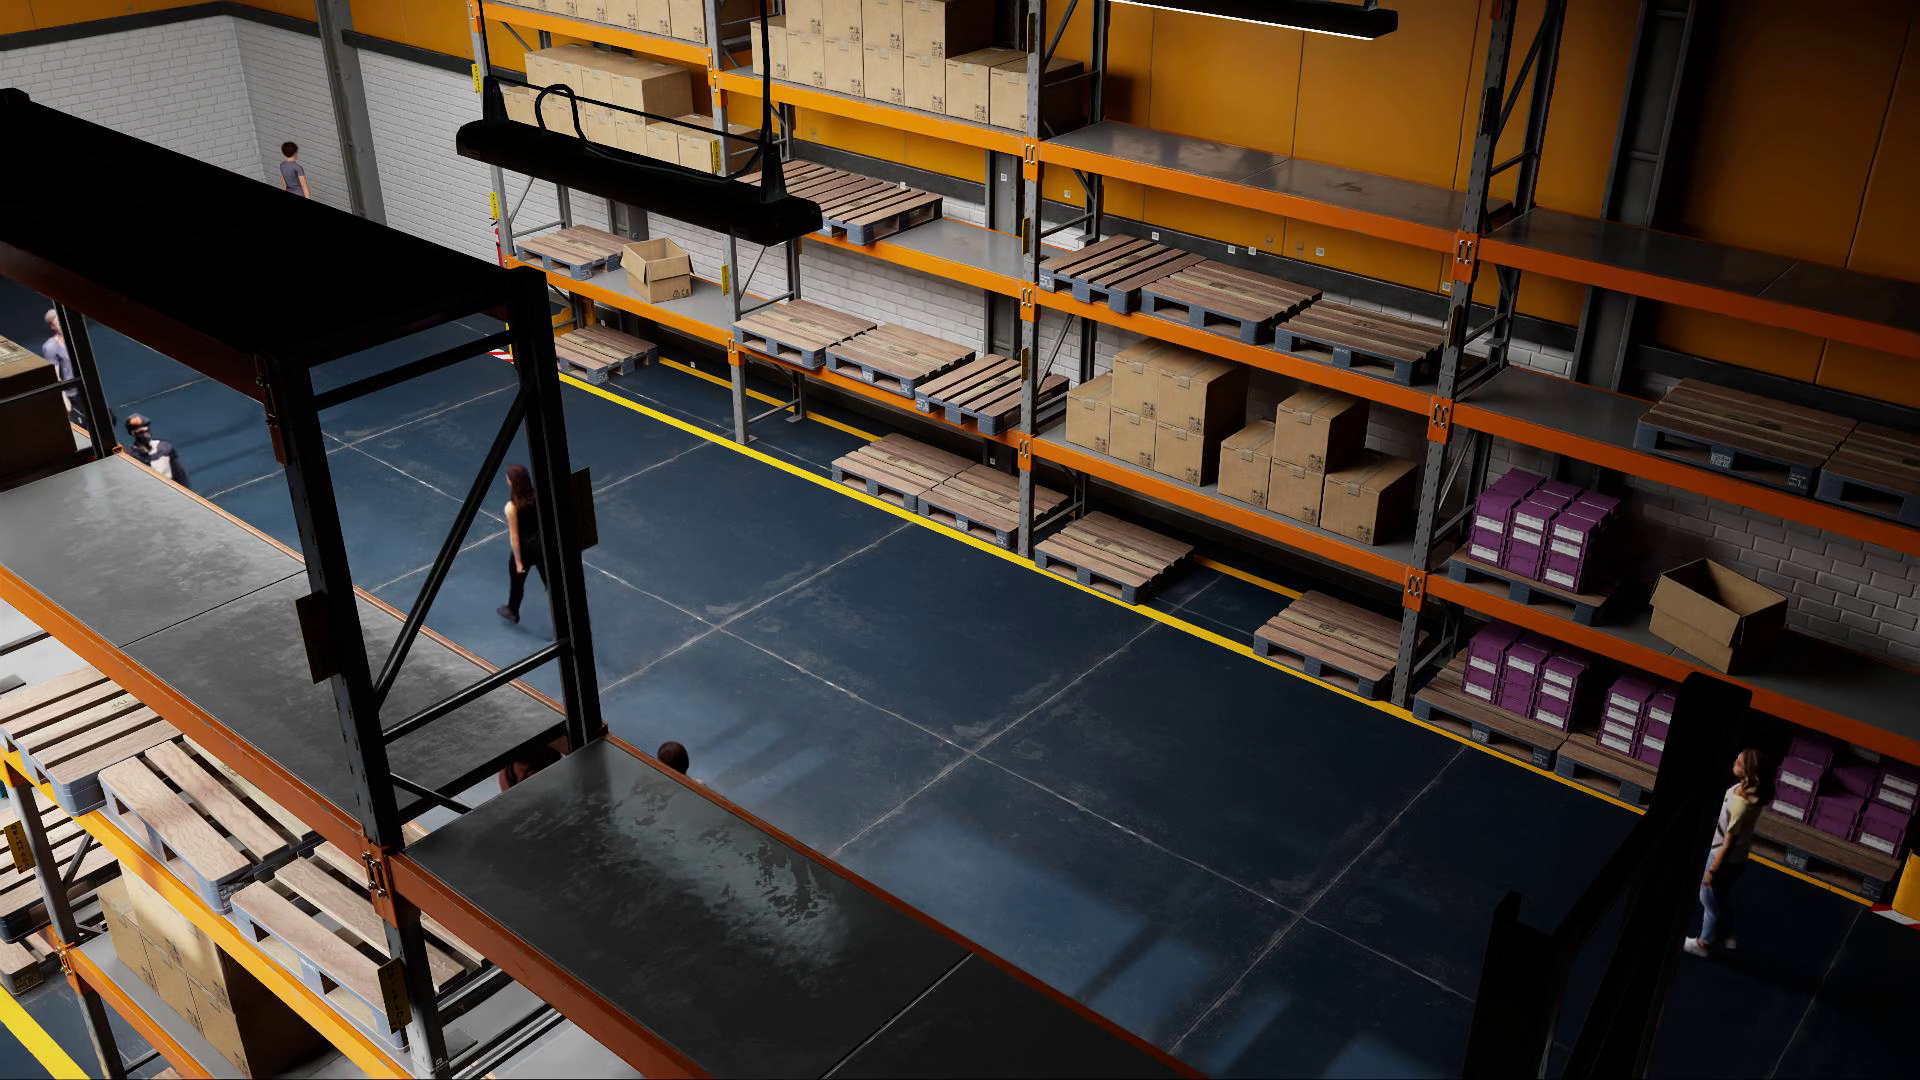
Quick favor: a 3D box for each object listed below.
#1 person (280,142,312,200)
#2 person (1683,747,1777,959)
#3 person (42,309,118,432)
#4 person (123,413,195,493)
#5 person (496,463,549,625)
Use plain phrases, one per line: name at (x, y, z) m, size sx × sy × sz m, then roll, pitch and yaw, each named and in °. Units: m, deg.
person at (-9.427, -4.833, 23.677) m, size 0.526 × 1.649 × 0.703 m, roll 14°, pitch 31°, yaw 23°
person at (5.107, 2.101, 10.892) m, size 0.653 × 1.717 × 0.664 m, roll 19°, pitch 34°, yaw 30°
person at (-9.296, -1.552, 17.427) m, size 0.816 × 1.873 × 0.798 m, roll 10°, pitch 30°, yaw 18°
person at (-7.324, -0.306, 15.168) m, size 0.776 × 1.849 × 1.155 m, roll -25°, pitch 37°, yaw -38°
person at (-3.687, 0.135, 14.574) m, size 1.158 × 1.644 × 0.738 m, roll 17°, pitch 33°, yaw 28°
